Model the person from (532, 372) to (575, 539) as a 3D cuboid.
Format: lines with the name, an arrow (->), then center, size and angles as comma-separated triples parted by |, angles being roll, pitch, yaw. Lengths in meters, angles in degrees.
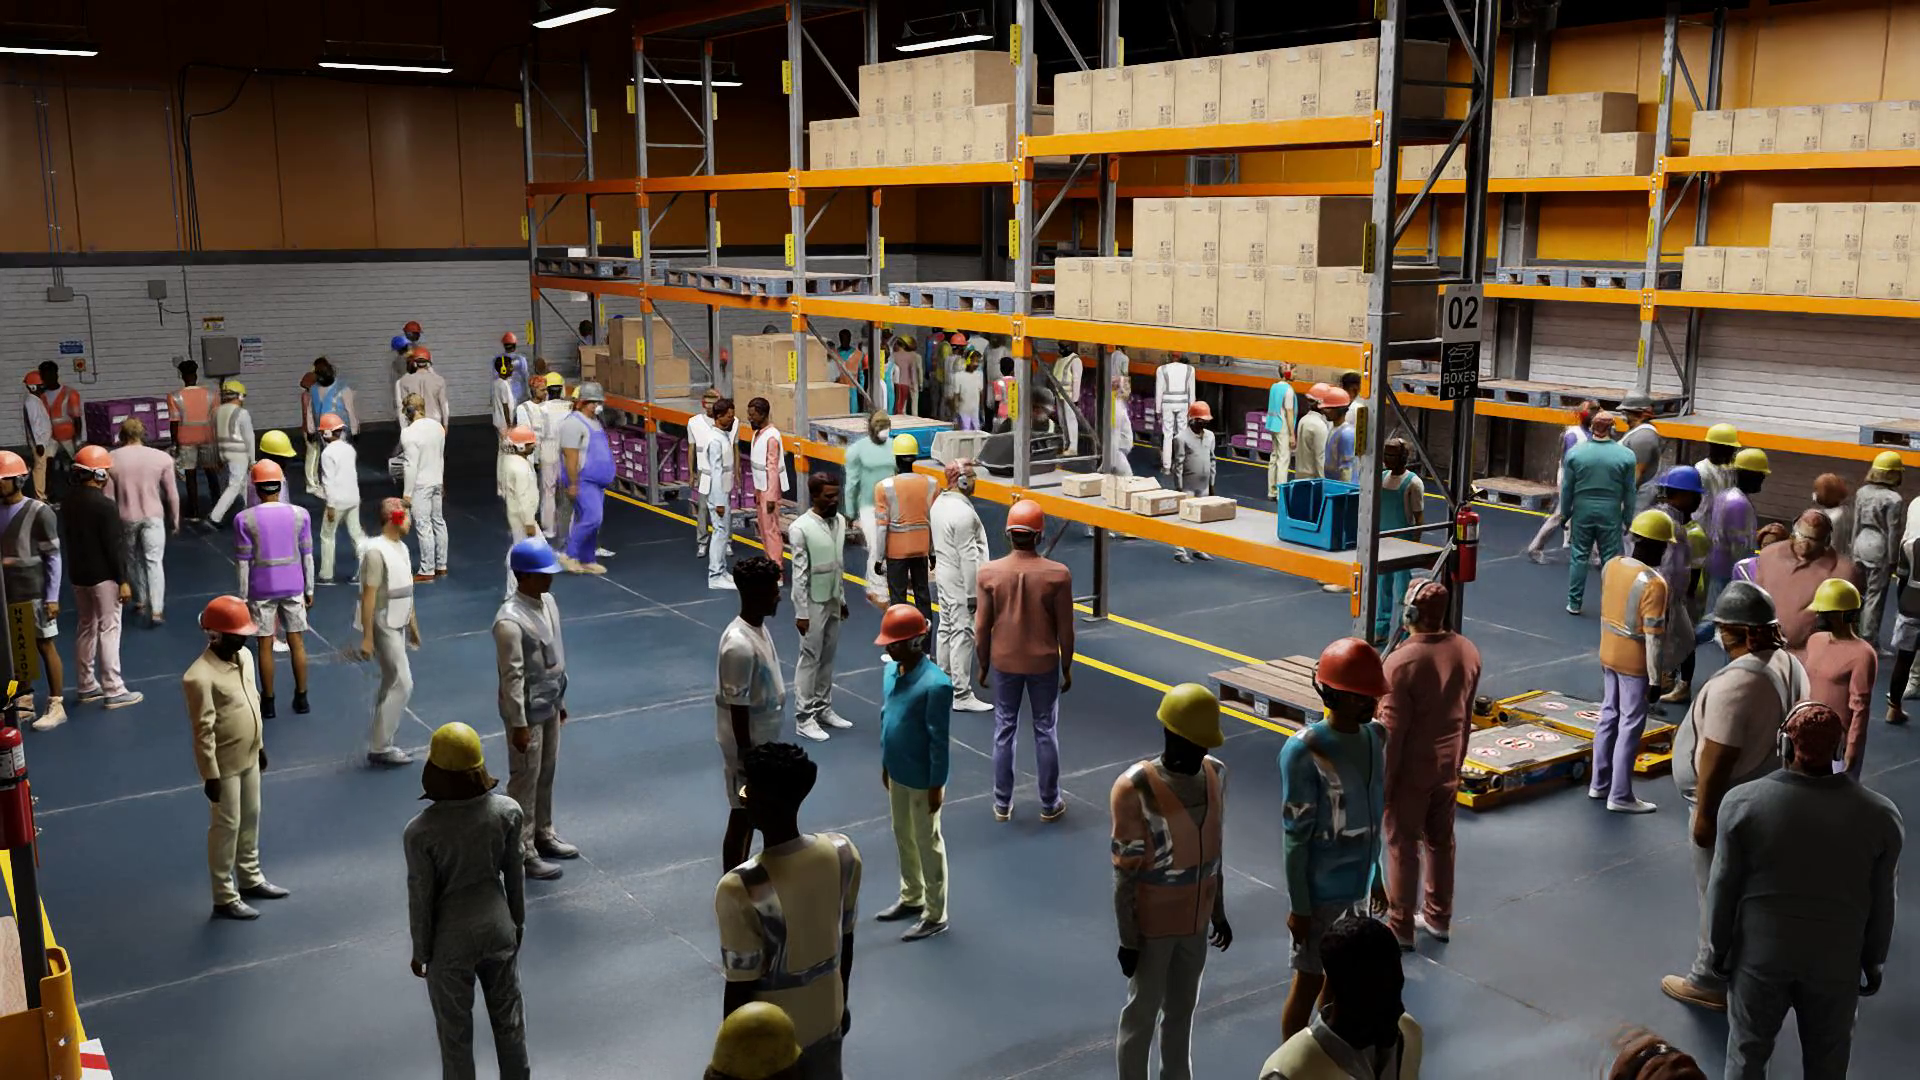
person -> -4.647, -0.972, 19.169 | 0.591, 1.911, 0.398 | -8, 14, -37

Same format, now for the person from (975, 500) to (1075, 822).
person -> 0.401, 0.742, 10.167 | 0.608, 1.996, 0.379 | 2, 11, 9

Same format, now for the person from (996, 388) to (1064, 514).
person -> 0.696, -0.615, 16.999 | 0.753, 2.000, 0.988 | -2, 11, -11

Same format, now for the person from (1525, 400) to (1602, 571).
person -> 6.443, -0.578, 17.437 | 0.585, 1.803, 0.963 | -9, 14, -39

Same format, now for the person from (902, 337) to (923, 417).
person -> -0.865, -2.674, 28.582 | 0.504, 1.631, 0.279 | 5, 12, 23

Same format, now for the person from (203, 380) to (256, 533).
person -> -8.578, -0.978, 19.558 | 0.621, 1.781, 0.869 | 8, 13, 34

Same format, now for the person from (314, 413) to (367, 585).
person -> -6.272, -0.398, 16.667 | 0.747, 1.727, 0.602 | 2, 11, 10

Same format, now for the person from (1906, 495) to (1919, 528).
person -> 8.211, 0.161, 13.943 | 0.535, 1.688, 0.323 | 4, 12, 20

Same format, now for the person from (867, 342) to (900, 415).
person -> -1.140, -2.002, 24.602 | 0.508, 1.846, 0.345 | 3, 12, 17

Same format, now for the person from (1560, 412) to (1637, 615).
person -> 5.903, -0.235, 15.406 | 0.651, 1.904, 0.401 | 5, 12, 23

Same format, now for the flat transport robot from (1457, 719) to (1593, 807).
flat transport robot -> 3.610, 1.450, 10.972 | 1.431, 0.197, 0.652 | -7, 13, -33

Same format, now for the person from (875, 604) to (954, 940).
person -> -0.261, 1.179, 8.592 | 0.348, 1.740, 0.574 | -7, 13, -33

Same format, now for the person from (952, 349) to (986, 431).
person -> 0.108, -1.764, 23.375 | 0.538, 1.844, 0.451 | -7, 13, -32

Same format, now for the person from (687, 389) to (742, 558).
person -> -2.669, -0.728, 18.085 | 0.572, 1.840, 0.373 | -3, 11, -14

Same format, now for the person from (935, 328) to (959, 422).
person -> -0.217, -2.752, 28.270 | 0.399, 1.915, 0.582 | -1, 11, -7

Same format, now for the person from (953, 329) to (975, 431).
person -> 0.053, -2.741, 28.391 | 0.429, 1.842, 0.634 | -10, 15, -43

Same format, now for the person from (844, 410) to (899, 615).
person -> -0.698, -0.254, 15.498 | 0.654, 1.897, 0.952 | -7, 13, -31

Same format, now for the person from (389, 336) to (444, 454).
person -> -8.340, -2.181, 25.425 | 0.705, 1.882, 0.384 | -5, 12, -25

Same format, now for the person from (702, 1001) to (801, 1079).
person -> -0.529, 2.021, 4.305 | 0.490, 1.734, 0.326 | 6, 12, 27

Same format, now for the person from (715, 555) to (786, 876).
person -> -1.097, 1.039, 8.763 | 0.366, 1.958, 0.609 | 0, 11, 1

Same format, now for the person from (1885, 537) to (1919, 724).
person -> 6.997, 0.541, 11.991 | 0.321, 1.689, 0.535 | -8, 14, -36

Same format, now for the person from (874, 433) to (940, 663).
person -> -0.444, 0.082, 13.726 | 0.587, 1.927, 0.367 | -6, 12, -27

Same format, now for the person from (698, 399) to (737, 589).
person -> -2.393, -0.457, 16.541 | 0.401, 1.907, 0.599 | -1, 11, -4

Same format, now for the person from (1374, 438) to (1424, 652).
person -> 3.692, 0.043, 14.134 | 0.327, 1.843, 0.516 | -7, 13, -32

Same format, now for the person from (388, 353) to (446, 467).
person -> -8.081, -1.926, 24.537 | 0.781, 1.730, 0.531 | -2, 11, -13

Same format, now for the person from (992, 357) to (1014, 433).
person -> 0.676, -1.767, 23.778 | 0.537, 1.695, 0.320 | -8, 14, -37

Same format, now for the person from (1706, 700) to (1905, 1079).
person -> 3.183, 1.541, 6.343 | 0.642, 1.900, 0.401 | 4, 12, 21

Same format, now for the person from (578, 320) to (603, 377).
person -> -6.331, -2.803, 28.483 | 0.367, 1.933, 0.627 | 4, 12, 19

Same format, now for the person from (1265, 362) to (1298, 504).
person -> 4.142, -1.381, 21.418 | 0.389, 1.847, 0.563 | -3, 11, -13

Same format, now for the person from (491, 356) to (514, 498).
person -> -5.979, -1.490, 21.915 | 0.325, 1.871, 0.522 | -6, 13, -30

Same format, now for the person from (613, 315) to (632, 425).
person -> -6.044, -3.026, 29.573 | 0.394, 1.946, 0.618 | -4, 12, -22

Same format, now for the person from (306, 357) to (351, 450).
person -> -8.577, -1.589, 22.603 | 0.532, 1.819, 0.985 | -6, 12, -27

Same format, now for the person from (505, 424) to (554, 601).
person -> -4.086, -0.233, 15.805 | 0.594, 1.733, 0.594 | -4, 12, -18

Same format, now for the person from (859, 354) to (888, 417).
person -> -1.116, -1.434, 21.475 | 0.365, 1.932, 0.543 | 1, 11, 5

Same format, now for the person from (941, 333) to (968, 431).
person -> -0.050, -2.168, 25.237 | 0.388, 1.930, 0.544 | -7, 13, -33

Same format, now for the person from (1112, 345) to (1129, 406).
person -> 2.522, -2.357, 26.458 | 0.357, 1.835, 0.516 | -7, 13, -34

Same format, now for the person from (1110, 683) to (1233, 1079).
person -> 0.851, 1.486, 6.561 | 0.585, 1.918, 0.380 | -8, 14, -37

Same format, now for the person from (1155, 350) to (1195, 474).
person -> 3.084, -1.879, 23.871 | 0.583, 1.882, 0.337 | -1, 11, -5

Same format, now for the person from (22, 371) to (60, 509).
person -> -11.631, -1.263, 21.051 | 0.327, 1.752, 0.563 | -5, 12, -25

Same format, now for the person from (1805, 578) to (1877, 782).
person -> 4.744, 1.074, 9.089 | 0.329, 1.760, 0.521 | -2, 11, -9

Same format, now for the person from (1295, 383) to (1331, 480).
person -> 3.686, -0.633, 17.245 | 0.418, 1.985, 0.613 | -1, 11, -5

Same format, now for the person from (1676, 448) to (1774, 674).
person -> 6.012, 0.217, 13.092 | 0.720, 1.906, 0.594 | 6, 12, 26

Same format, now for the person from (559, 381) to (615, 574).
person -> -3.814, -0.644, 17.147 | 0.541, 2.000, 0.705 | 2, 11, 10

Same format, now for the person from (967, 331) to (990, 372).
person -> 0.254, -2.952, 29.413 | 0.618, 1.859, 1.008 | 1, 11, 6

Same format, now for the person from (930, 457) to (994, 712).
person -> 0.015, 0.330, 12.494 | 0.411, 1.913, 0.643 | -4, 12, -21

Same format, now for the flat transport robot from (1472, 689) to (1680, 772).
flat transport robot -> 4.365, 1.307, 11.705 | 0.652, 0.197, 1.431 | -8, 14, -36

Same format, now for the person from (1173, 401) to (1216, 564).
person -> 2.522, -0.616, 17.766 | 0.567, 1.744, 0.350 | -7, 13, -33

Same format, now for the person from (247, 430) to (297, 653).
person -> -5.880, 0.004, 14.212 | 0.416, 1.903, 0.737 | -10, 15, -41

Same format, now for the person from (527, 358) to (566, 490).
person -> -5.588, -1.584, 22.672 | 0.558, 1.772, 0.985 | -8, 14, -37
